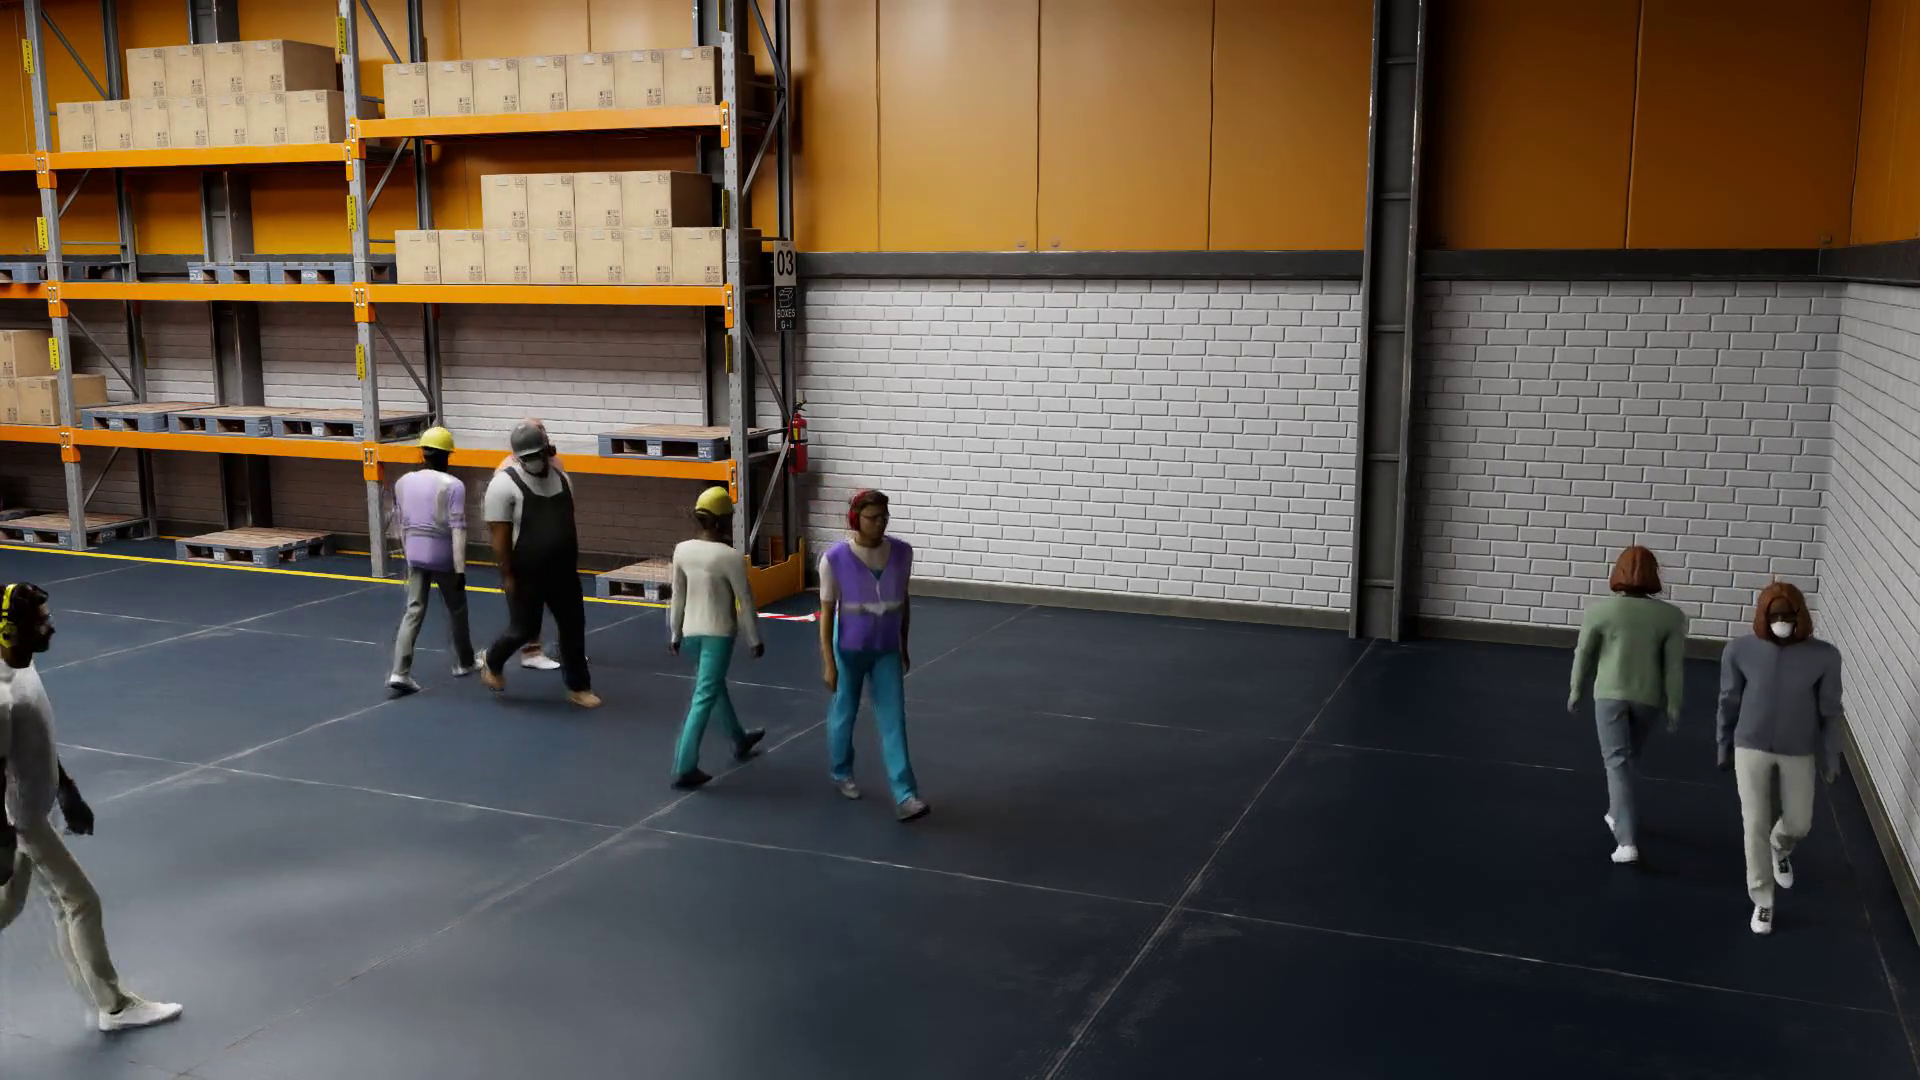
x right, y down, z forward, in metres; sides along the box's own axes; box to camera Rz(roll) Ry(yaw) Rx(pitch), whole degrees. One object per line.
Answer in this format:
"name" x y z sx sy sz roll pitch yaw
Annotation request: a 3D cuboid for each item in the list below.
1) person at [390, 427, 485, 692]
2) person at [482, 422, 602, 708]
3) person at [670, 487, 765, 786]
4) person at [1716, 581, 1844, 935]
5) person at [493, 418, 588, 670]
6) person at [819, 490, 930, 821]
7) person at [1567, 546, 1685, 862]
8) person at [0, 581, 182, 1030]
"person" -3.784 0.130 11.890 0.588 1.874 0.997 2 10 14
"person" -2.906 0.133 11.335 0.782 2.000 0.717 8 12 38
"person" -1.408 0.541 9.826 0.542 1.713 0.926 6 11 34
"person" 3.744 0.957 7.637 0.520 1.609 0.565 4 10 23
"person" -3.144 0.025 12.444 0.423 1.894 0.653 7 12 36
"person" -0.482 0.621 9.105 0.590 1.792 0.990 -5 11 -27
"person" 3.421 0.831 8.528 0.514 1.593 0.864 1 9 7
"person" -3.630 1.053 6.401 0.948 1.834 0.513 -4 10 -24
